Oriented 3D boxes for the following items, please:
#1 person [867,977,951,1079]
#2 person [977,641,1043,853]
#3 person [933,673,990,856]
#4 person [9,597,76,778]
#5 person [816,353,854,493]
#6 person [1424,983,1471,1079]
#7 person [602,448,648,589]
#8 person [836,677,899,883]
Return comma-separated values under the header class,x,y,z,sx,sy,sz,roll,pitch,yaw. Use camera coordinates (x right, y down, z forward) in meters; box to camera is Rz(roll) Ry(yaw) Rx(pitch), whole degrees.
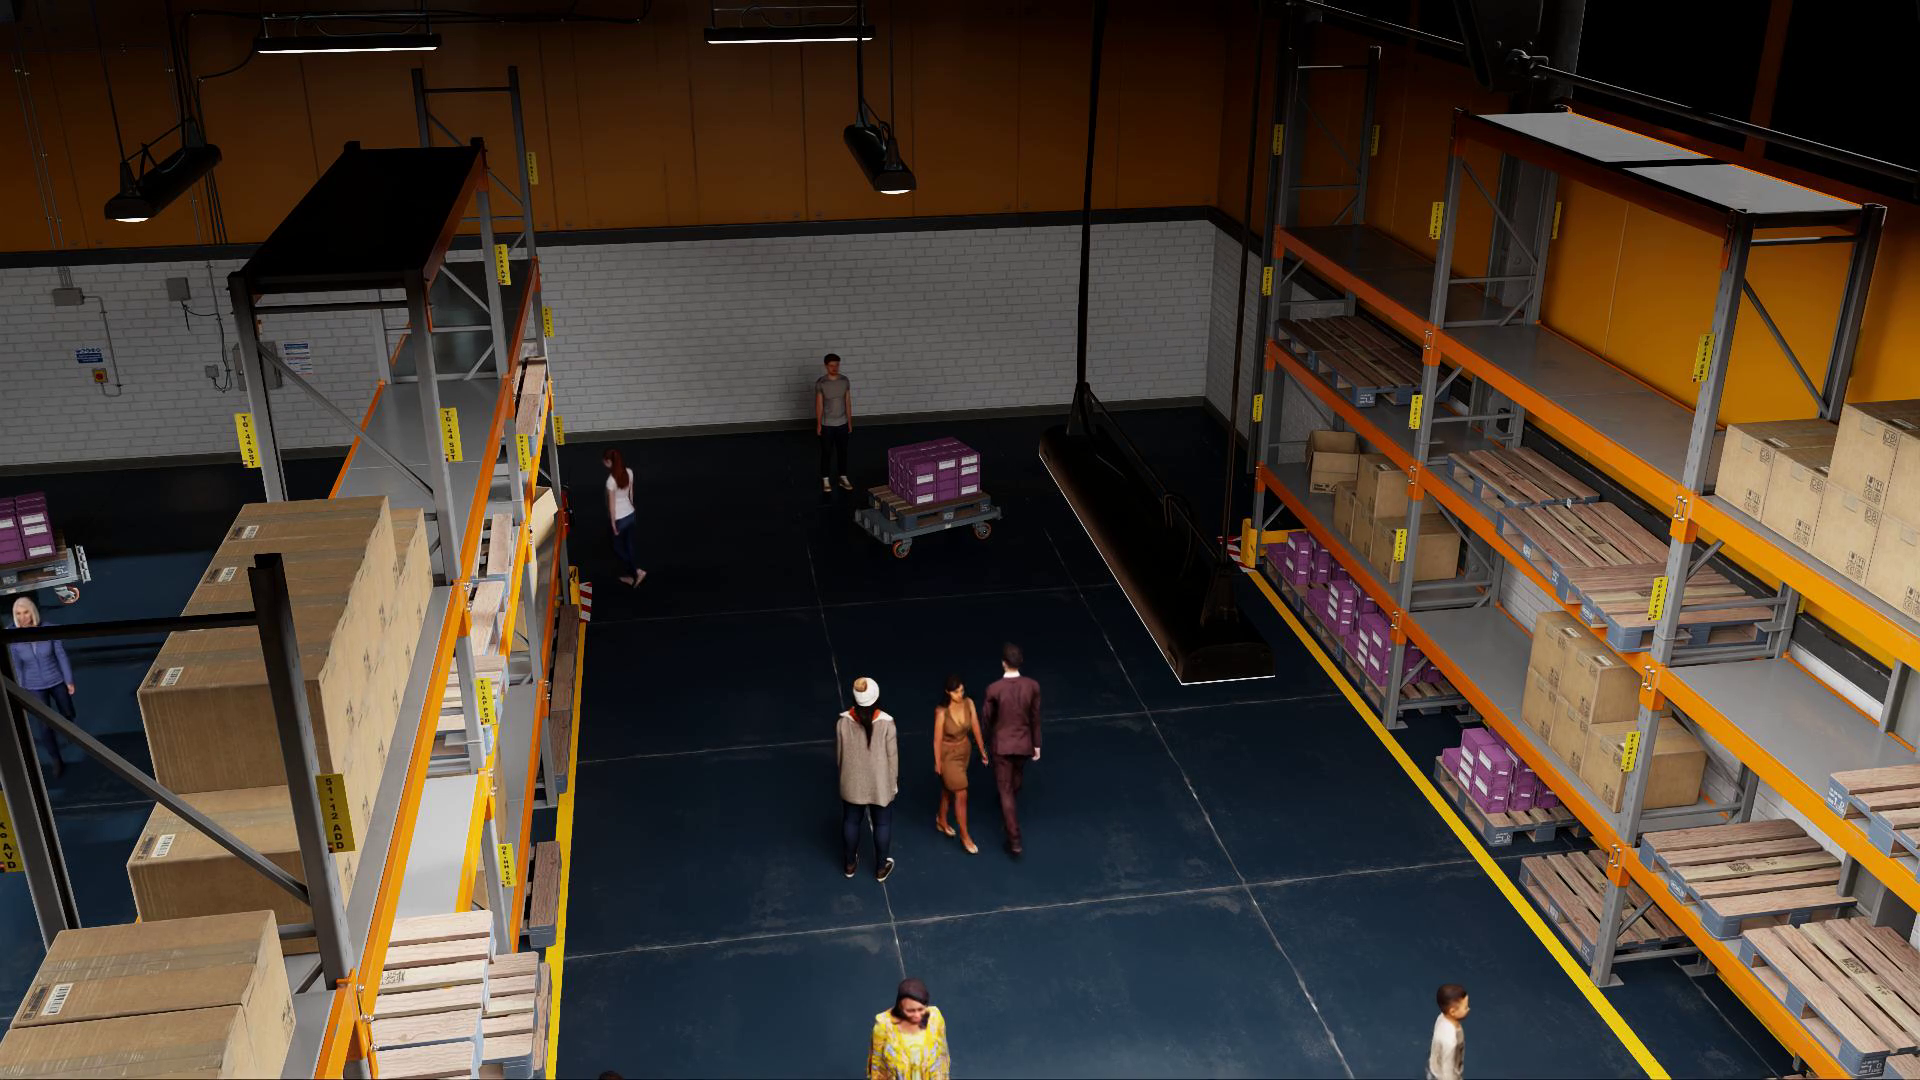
class,x,y,z,sx,sy,sz,roll,pitch,yaw
person,-0.344,3.465,10.707,0.761,1.647,0.790,-8,25,-18
person,0.456,1.810,14.278,0.778,1.820,1.228,-7,24,-15
person,-0.112,1.860,14.356,0.913,1.665,0.827,19,30,37
person,-8.547,1.294,15.577,0.840,1.725,1.118,-11,26,-24
person,-1.664,-1.559,21.895,0.661,1.892,0.575,-8,25,-17
person,3.115,3.496,10.848,0.771,1.478,0.772,5,24,12
person,-3.798,-0.210,19.020,0.920,1.723,0.853,17,29,34
person,-0.784,1.965,13.835,0.777,1.890,0.787,4,24,9
